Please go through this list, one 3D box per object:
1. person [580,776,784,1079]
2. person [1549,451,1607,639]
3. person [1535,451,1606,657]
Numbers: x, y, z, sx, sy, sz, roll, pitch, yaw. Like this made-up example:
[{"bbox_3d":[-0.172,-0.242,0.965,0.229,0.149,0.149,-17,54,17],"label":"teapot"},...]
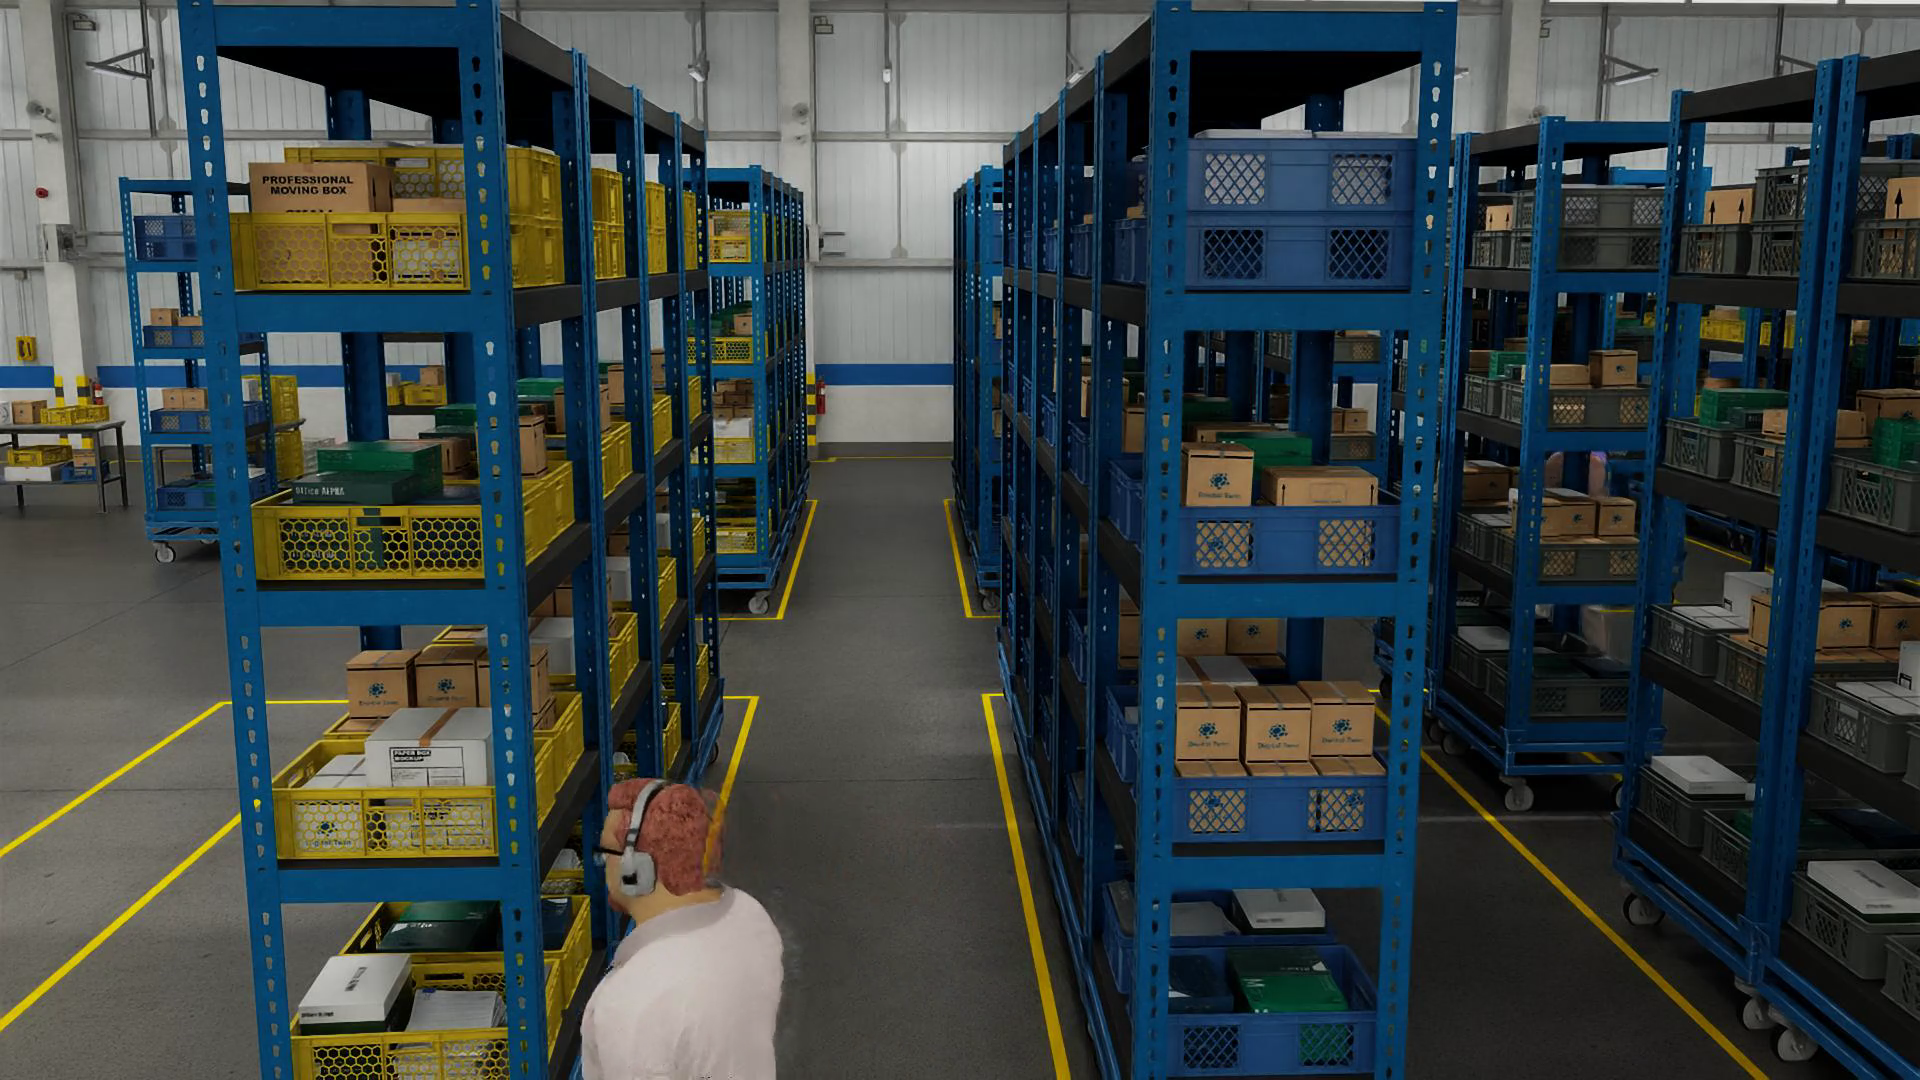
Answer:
[{"bbox_3d":[-0.701,1.417,3.620,0.958,1.863,0.671,4,11,21],"label":"person"},{"bbox_3d":[4.429,-0.052,12.051,0.564,1.838,0.390,-7,12,-36],"label":"person"},{"bbox_3d":[4.008,0.055,11.159,0.677,1.929,0.996,-3,11,-19],"label":"person"}]
